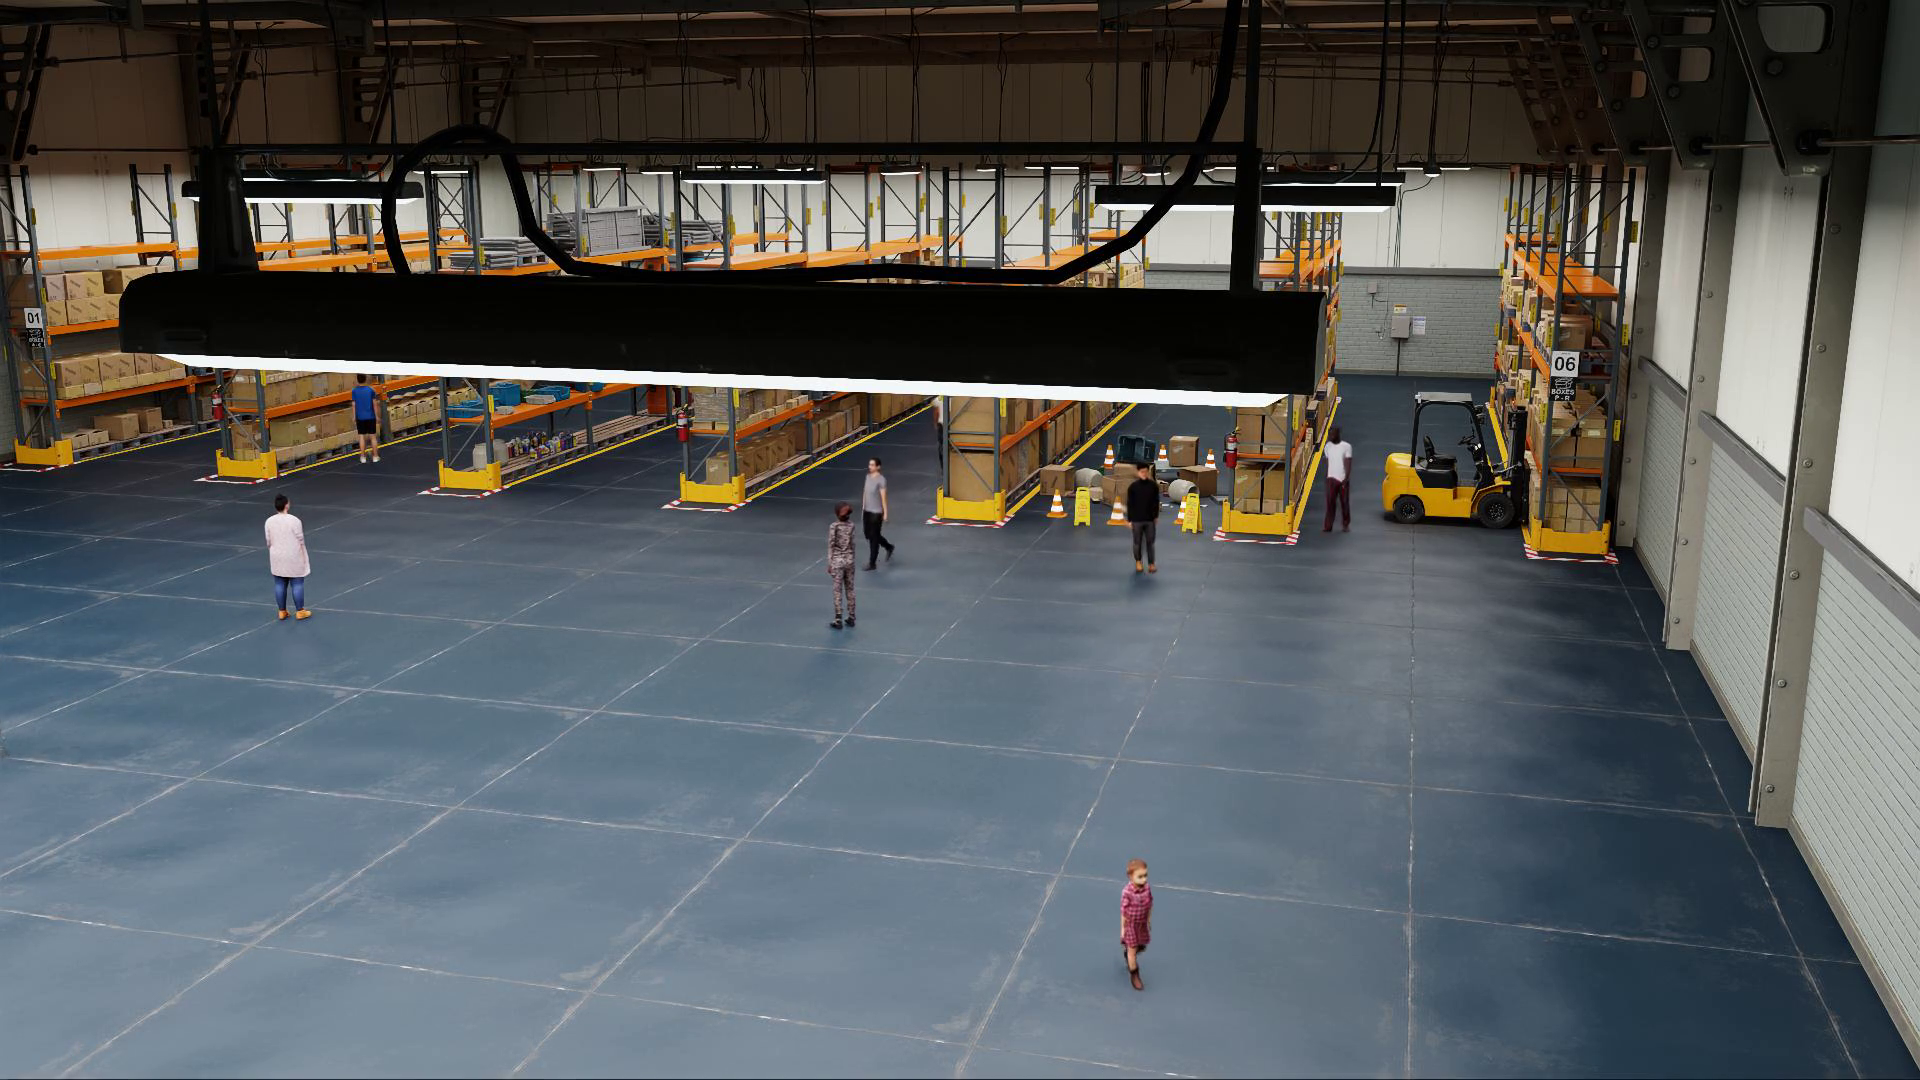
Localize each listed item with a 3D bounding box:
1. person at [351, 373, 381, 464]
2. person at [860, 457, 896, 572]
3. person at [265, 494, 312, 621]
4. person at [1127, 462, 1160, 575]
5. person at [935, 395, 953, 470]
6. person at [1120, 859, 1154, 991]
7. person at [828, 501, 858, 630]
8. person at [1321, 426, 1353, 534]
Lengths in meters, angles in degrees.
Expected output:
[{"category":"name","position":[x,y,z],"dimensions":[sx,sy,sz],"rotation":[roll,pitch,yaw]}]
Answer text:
[{"category":"person","position":[-12.254,-2.539,34.269],"dimensions":[0.746,1.866,0.776],"rotation":[-5,14,-21]},{"category":"person","position":[-1.243,-0.420,25.406],"dimensions":[1.083,1.735,0.953],"rotation":[-11,17,-40]},{"category":"person","position":[-9.163,0.219,22.633],"dimensions":[0.731,1.743,0.678],"rotation":[1,13,5]},{"category":"person","position":[2.762,-0.354,25.201],"dimensions":[0.861,1.700,1.061],"rotation":[-1,13,-5]},{"category":"person","position":[-0.292,-2.275,33.370],"dimensions":[0.768,1.758,1.158],"rotation":[1,13,6]},{"category":"person","position":[1.323,2.894,12.698],"dimensions":[0.581,1.013,0.660],"rotation":[-5,14,-21]},{"category":"person","position":[-1.568,0.323,22.241],"dimensions":[0.646,1.716,0.724],"rotation":[-10,16,-37]},{"category":"person","position":[6.375,-0.993,27.816],"dimensions":[0.910,1.766,1.257],"rotation":[7,15,29]}]
